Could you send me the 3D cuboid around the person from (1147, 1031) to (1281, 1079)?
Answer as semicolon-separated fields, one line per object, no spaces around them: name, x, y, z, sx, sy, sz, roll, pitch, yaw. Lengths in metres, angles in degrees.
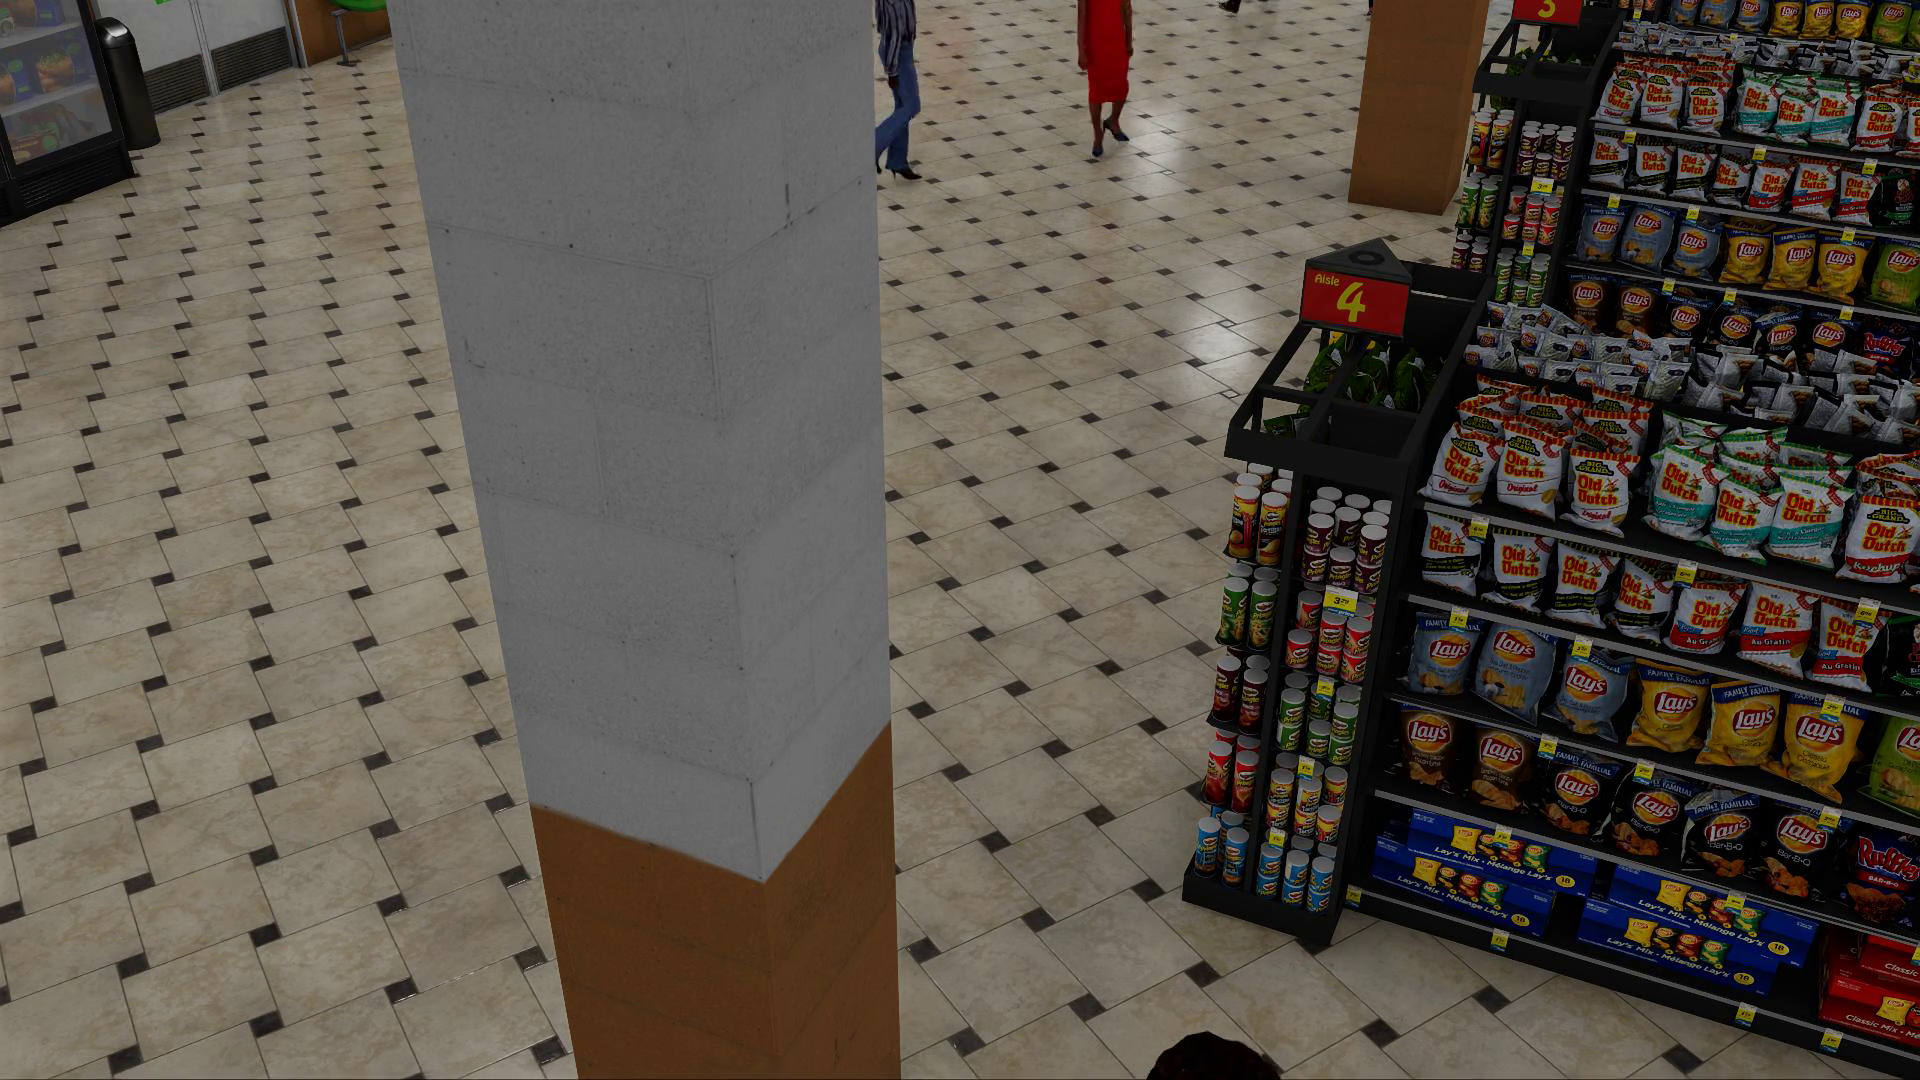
person;0.519;1.834;3.755;1.090;1.683;1.016;-4;32;-6

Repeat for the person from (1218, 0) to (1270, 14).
person;3.033;-6.162;16.546;1.093;1.745;1.207;-22;38;-31

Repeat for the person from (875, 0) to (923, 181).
person;-0.549;-3.499;12.232;0.817;1.781;0.768;2;32;3

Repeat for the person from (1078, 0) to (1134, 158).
person;1.125;-3.799;12.772;0.832;1.720;0.904;-15;35;-23
